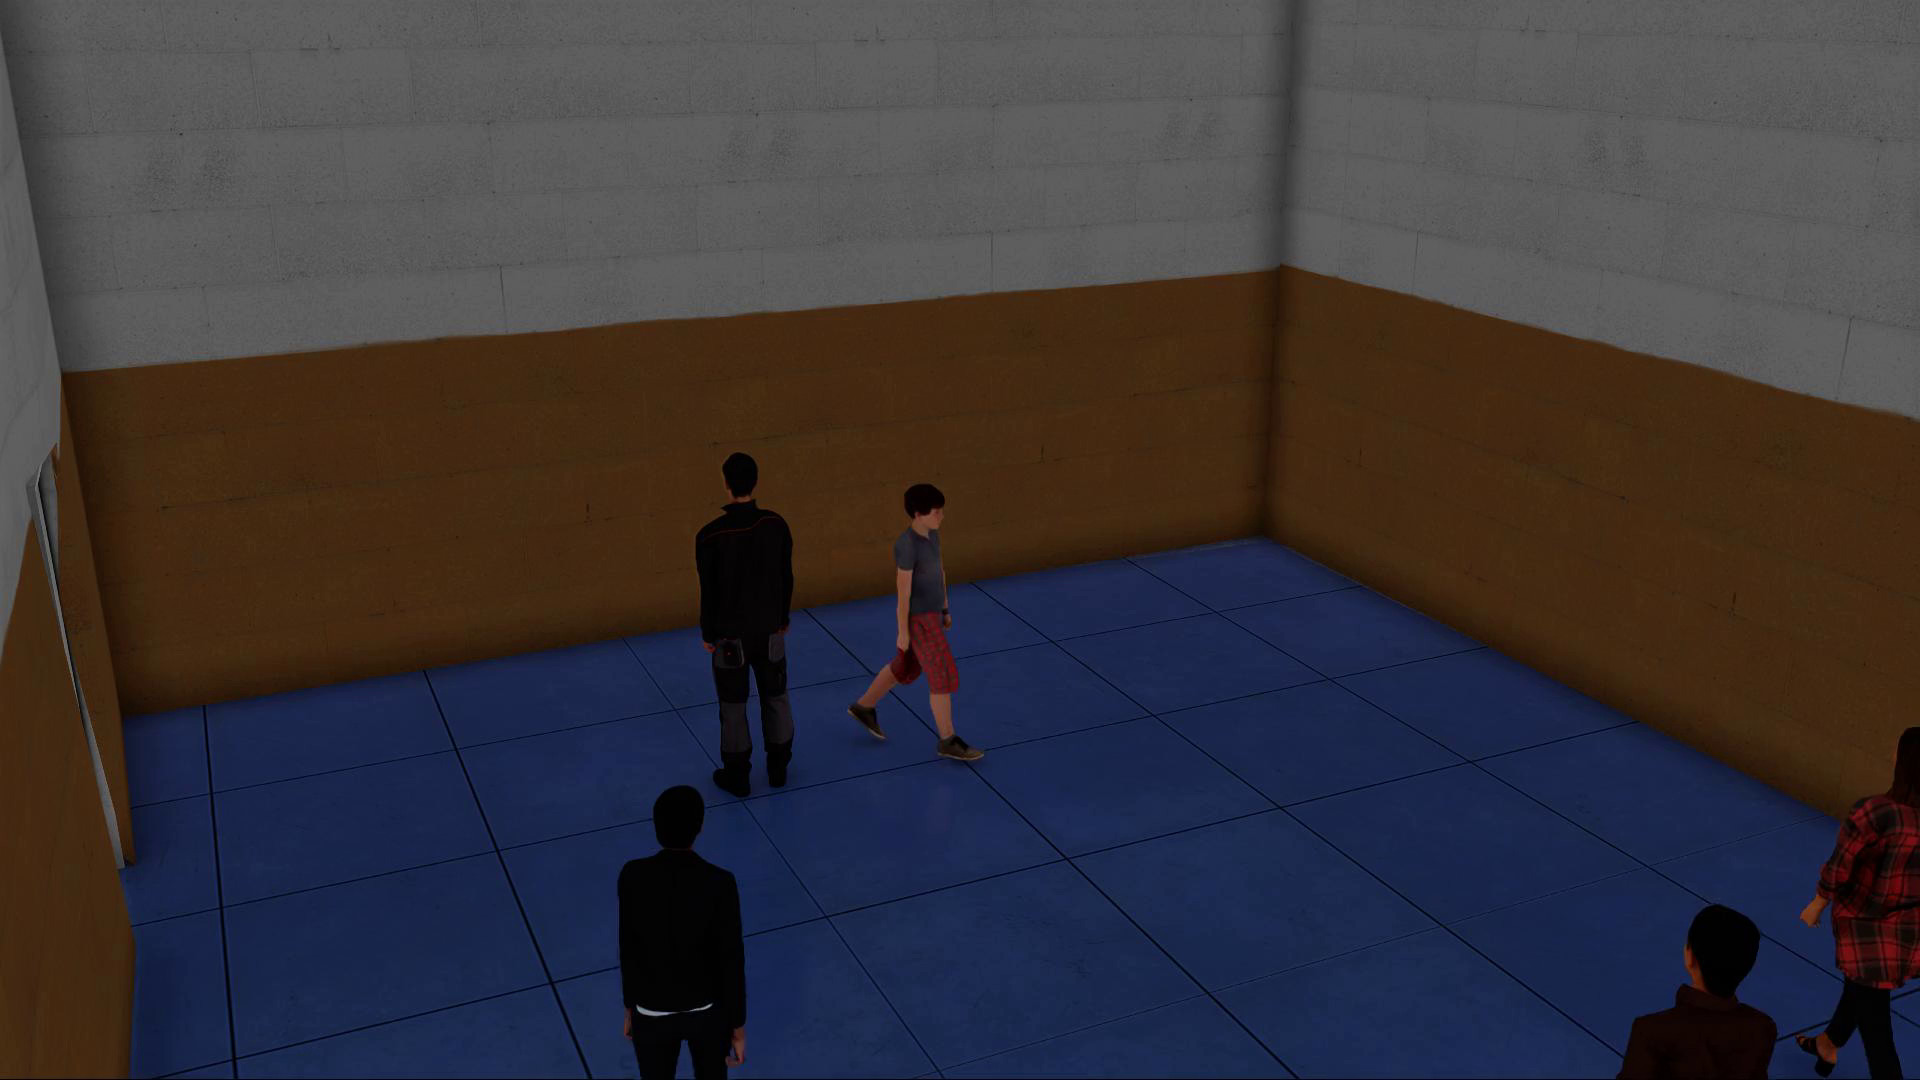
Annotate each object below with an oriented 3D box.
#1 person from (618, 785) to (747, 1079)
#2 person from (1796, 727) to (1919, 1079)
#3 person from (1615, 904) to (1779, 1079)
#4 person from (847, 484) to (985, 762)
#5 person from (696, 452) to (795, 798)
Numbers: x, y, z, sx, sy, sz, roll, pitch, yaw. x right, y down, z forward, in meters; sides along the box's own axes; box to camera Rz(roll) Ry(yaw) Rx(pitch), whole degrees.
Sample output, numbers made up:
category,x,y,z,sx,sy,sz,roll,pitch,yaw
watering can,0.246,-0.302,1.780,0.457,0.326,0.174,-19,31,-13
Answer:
category,x,y,z,sx,sy,sz,roll,pitch,yaw
person,-0.962,1.705,5.623,0.979,1.817,0.925,1,19,3
person,3.540,1.552,6.313,1.108,1.664,0.886,-3,19,-8
person,2.181,1.944,4.983,0.687,1.773,0.829,-2,19,-6
person,-0.311,0.463,9.588,1.142,1.623,1.071,6,20,17
person,-1.164,0.458,9.117,0.533,1.946,0.765,-10,21,-27
